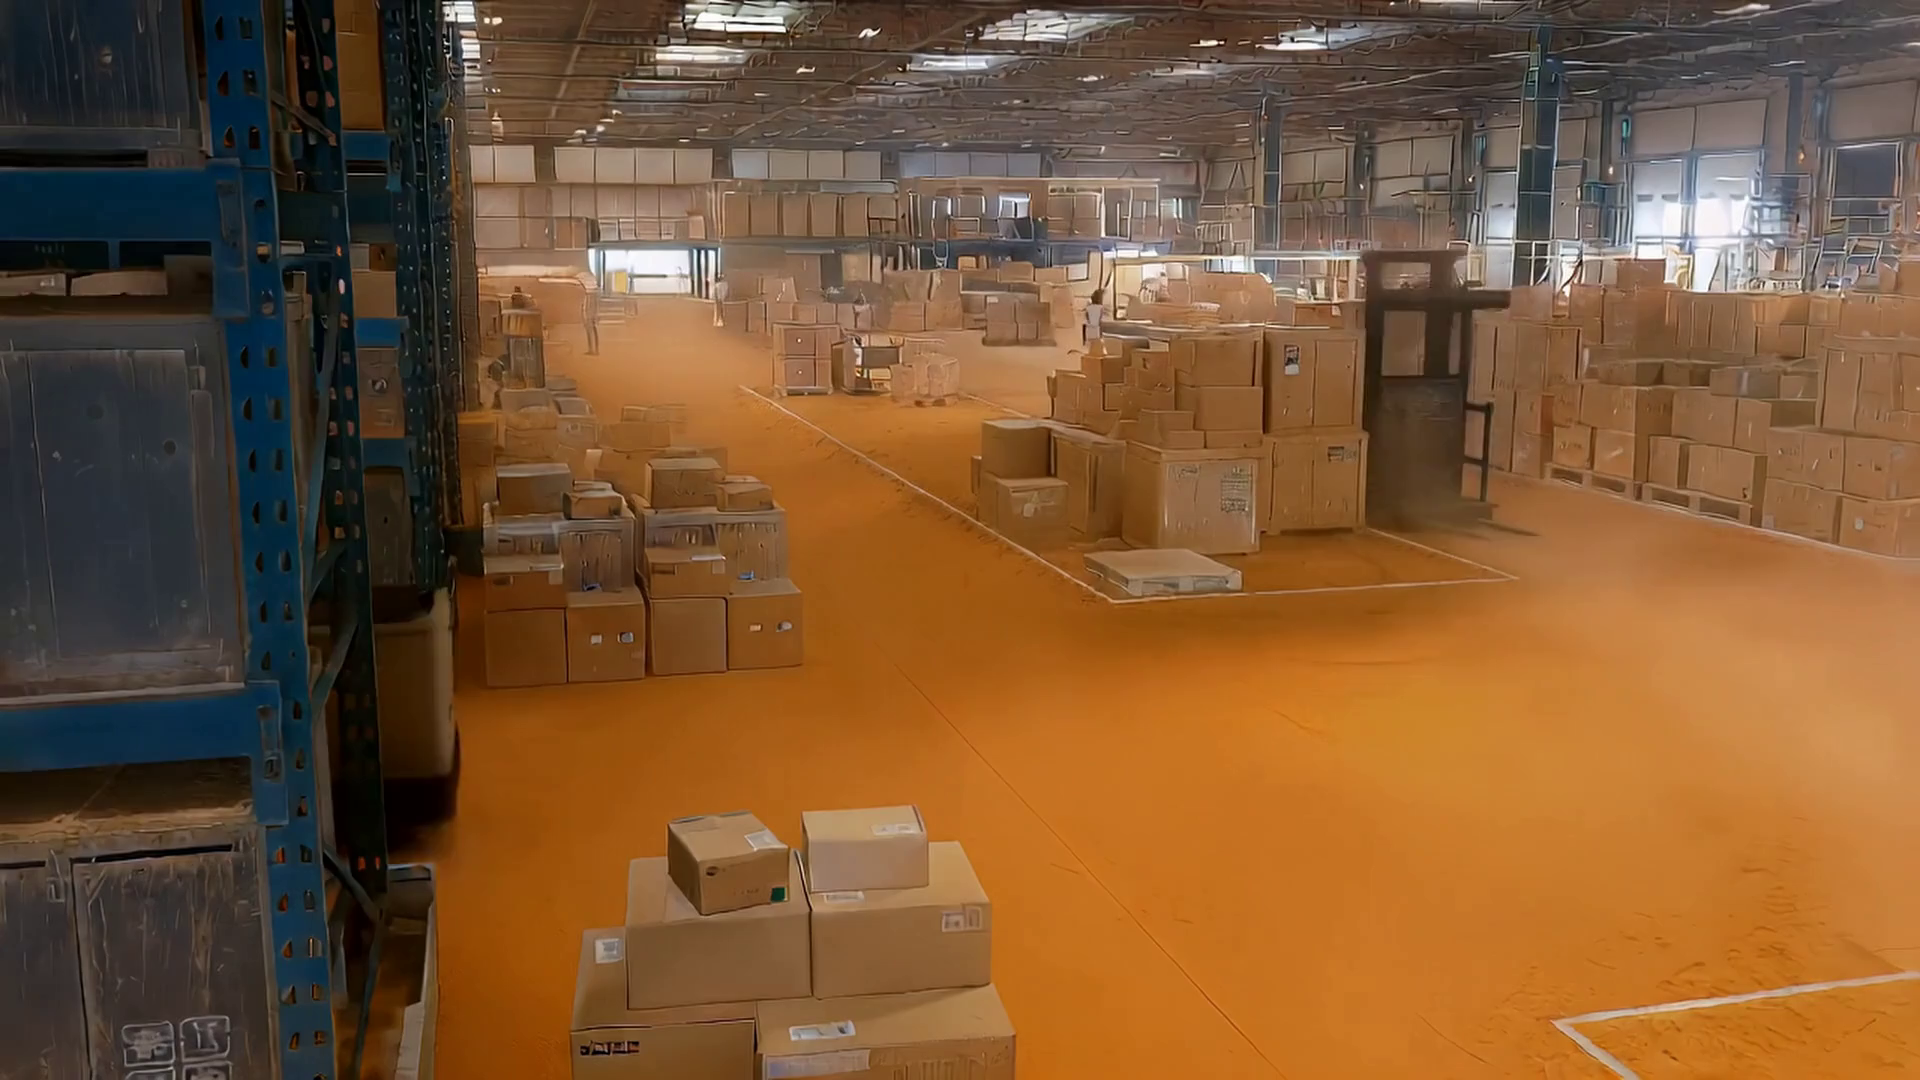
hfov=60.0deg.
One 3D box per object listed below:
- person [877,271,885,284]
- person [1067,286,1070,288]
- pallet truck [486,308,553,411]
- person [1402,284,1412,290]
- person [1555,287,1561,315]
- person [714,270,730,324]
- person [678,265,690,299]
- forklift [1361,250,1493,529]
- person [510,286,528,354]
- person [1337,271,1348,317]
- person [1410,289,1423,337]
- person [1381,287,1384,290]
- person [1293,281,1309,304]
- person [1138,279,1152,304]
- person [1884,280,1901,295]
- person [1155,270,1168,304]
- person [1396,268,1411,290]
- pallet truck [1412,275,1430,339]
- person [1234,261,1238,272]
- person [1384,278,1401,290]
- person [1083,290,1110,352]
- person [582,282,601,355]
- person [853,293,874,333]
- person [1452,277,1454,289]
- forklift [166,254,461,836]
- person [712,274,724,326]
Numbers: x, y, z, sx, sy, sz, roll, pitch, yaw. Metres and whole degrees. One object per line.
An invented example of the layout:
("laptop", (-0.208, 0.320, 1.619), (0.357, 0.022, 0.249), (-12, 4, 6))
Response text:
("person", (-2.797, -8.656, 59.708), (0.400, 1.990, 0.624), (7, 12, 36))
("person", (3.747, -8.634, 60.225), (0.536, 1.750, 0.395), (-4, 11, -23))
("pallet truck", (-6.242, -2.418, 24.362), (0.823, 1.965, 1.885), (1, 10, 3))
("person", (11.275, -5.485, 41.919), (0.370, 1.934, 0.627), (2, 10, 9))
("person", (17.792, -6.815, 49.841), (0.970, 1.794, 0.511), (-10, 14, -43))
("person", (-8.773, -8.950, 61.320), (0.827, 2.017, 0.613), (9, 13, 41))
("person", (-15.038, -14.052, 90.626), (0.583, 1.871, 0.472), (-2, 10, -13))
("forklift", (4.662, -1.648, 17.507), (1.129, 2.768, 1.873), (-3, 10, -15))
("person", (-11.573, -5.724, 43.566), (0.555, 1.822, 0.941), (2, 10, 10))
("person", (14.887, -9.510, 64.829), (0.636, 1.910, 0.441), (-3, 11, -18))
("person", (10.375, -4.826, 38.305), (0.623, 1.889, 0.728), (6, 12, 32))
("person", (12.622, -6.773, 49.996), (0.885, 1.641, 0.536), (-5, 11, -24))
("person", (11.743, -8.083, 57.294), (0.498, 1.684, 0.928), (3, 10, 16))
("person", (5.357, -6.617, 48.382), (0.395, 1.919, 0.581), (-5, 11, -28))
("person", (26.658, -6.478, 47.531), (0.544, 1.936, 0.359), (-3, 10, -16))
("person", (8.479, -10.427, 70.005), (0.727, 1.888, 0.571), (8, 13, 39))
("person", (19.764, -11.159, 74.155), (0.607, 1.904, 1.000), (5, 11, 26))
("pallet truck", (14.620, -7.324, 52.145), (0.823, 1.965, 1.885), (8, 13, 40))
("person", (16.193, -15.472, 98.289), (0.611, 1.996, 0.379), (-9, 14, -43))
("person", (14.724, -8.021, 56.700), (0.637, 1.797, 0.972), (-2, 10, -10))
("person", (2.891, -4.350, 35.428), (0.609, 1.954, 0.526), (3, 10, 17))
("person", (-9.798, -5.879, 44.135), (0.552, 1.935, 0.364), (-10, 14, -44))
("person", (-2.476, -5.511, 42.806), (0.590, 1.693, 0.334), (-5, 11, -27))
("person", (21.412, -10.971, 72.970), (0.552, 1.933, 0.372), (8, 13, 37))
("forklift", (-3.494, 0.010, 8.118), (1.873, 2.768, 1.129), (-3, 10, -15))
("person", (-8.791, -8.672, 60.193), (0.329, 1.859, 0.544), (6, 11, 29))
